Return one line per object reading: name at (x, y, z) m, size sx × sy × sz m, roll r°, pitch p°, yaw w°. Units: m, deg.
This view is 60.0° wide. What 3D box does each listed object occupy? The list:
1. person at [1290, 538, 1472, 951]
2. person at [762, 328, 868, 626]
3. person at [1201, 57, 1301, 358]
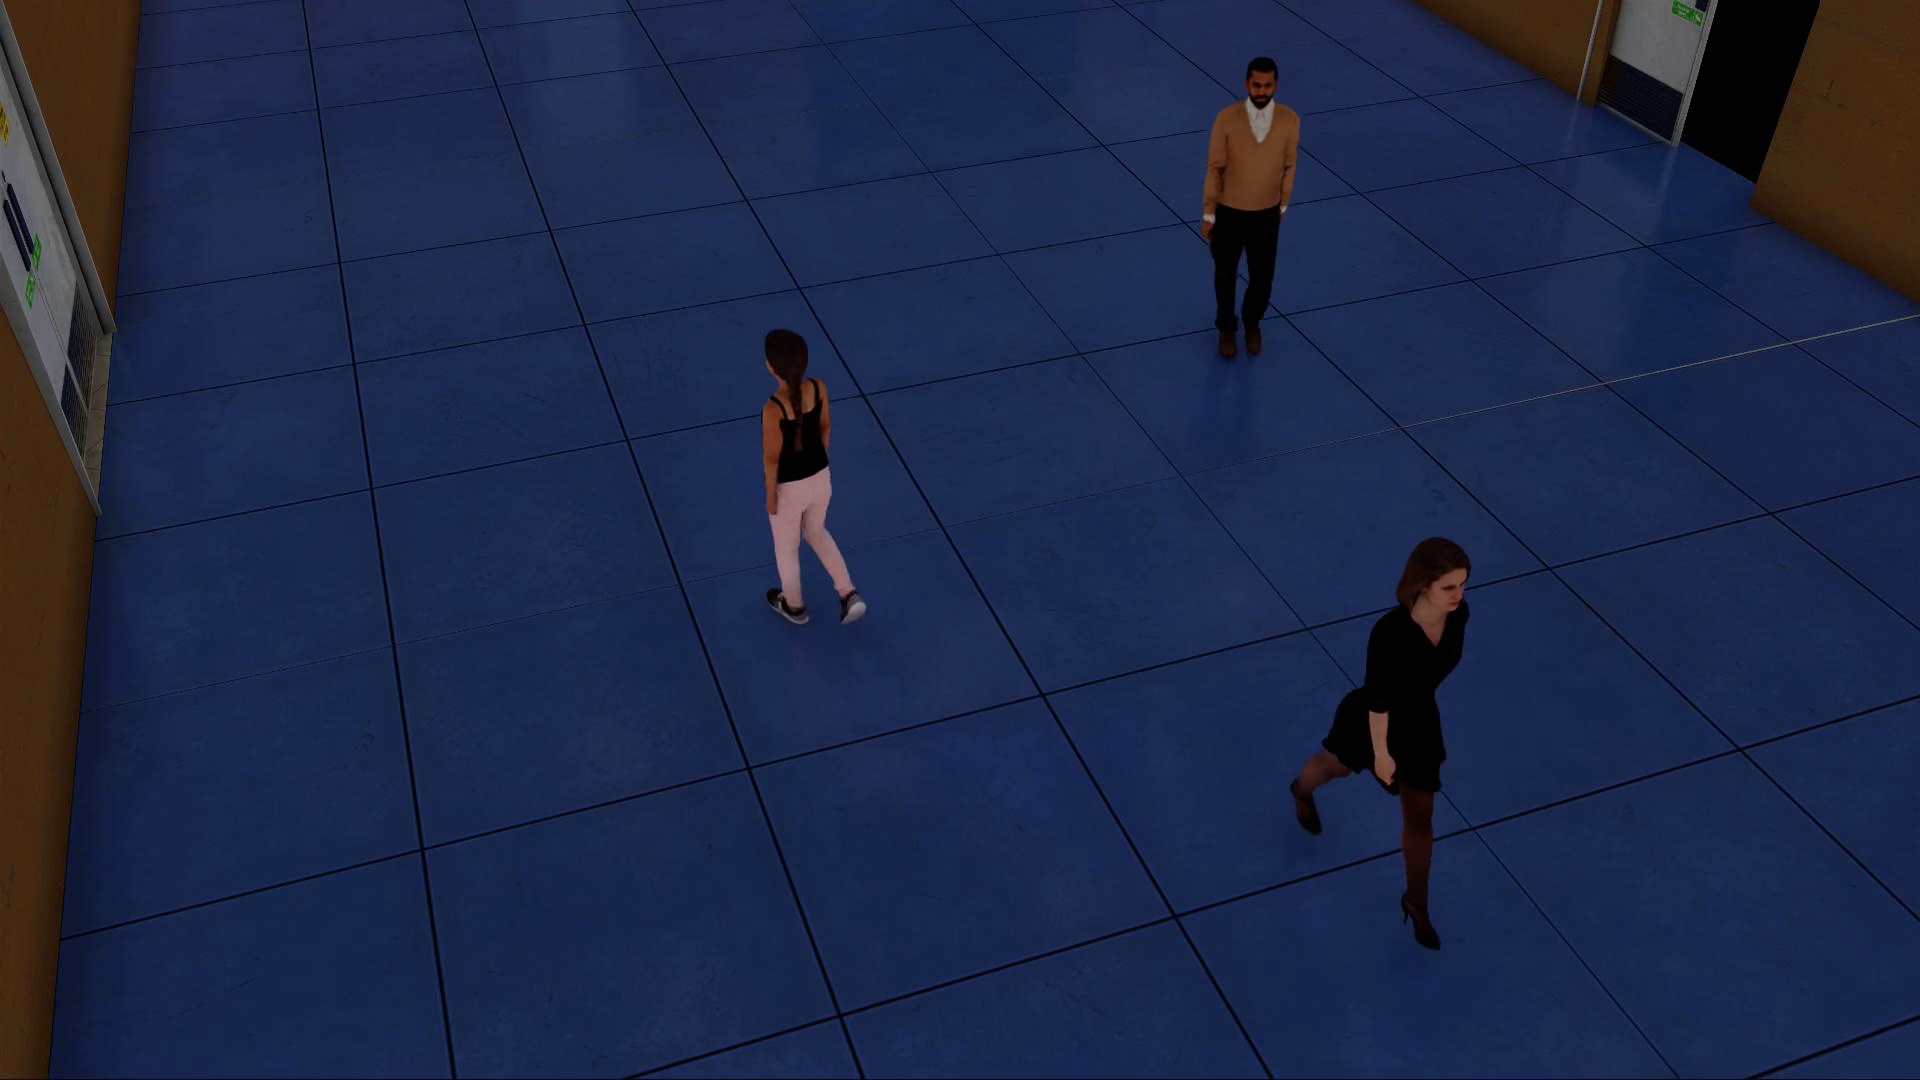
person at (1.488, 0.639, 6.028) m, size 1.048 × 1.645 × 0.719 m, roll -18°, pitch 40°, yaw -22°
person at (-0.655, -0.217, 7.257) m, size 0.822 × 1.557 × 0.762 m, roll -29°, pitch 46°, yaw -33°
person at (1.587, -1.866, 9.299) m, size 0.706 × 1.743 × 0.821 m, roll 2°, pitch 37°, yaw 3°
